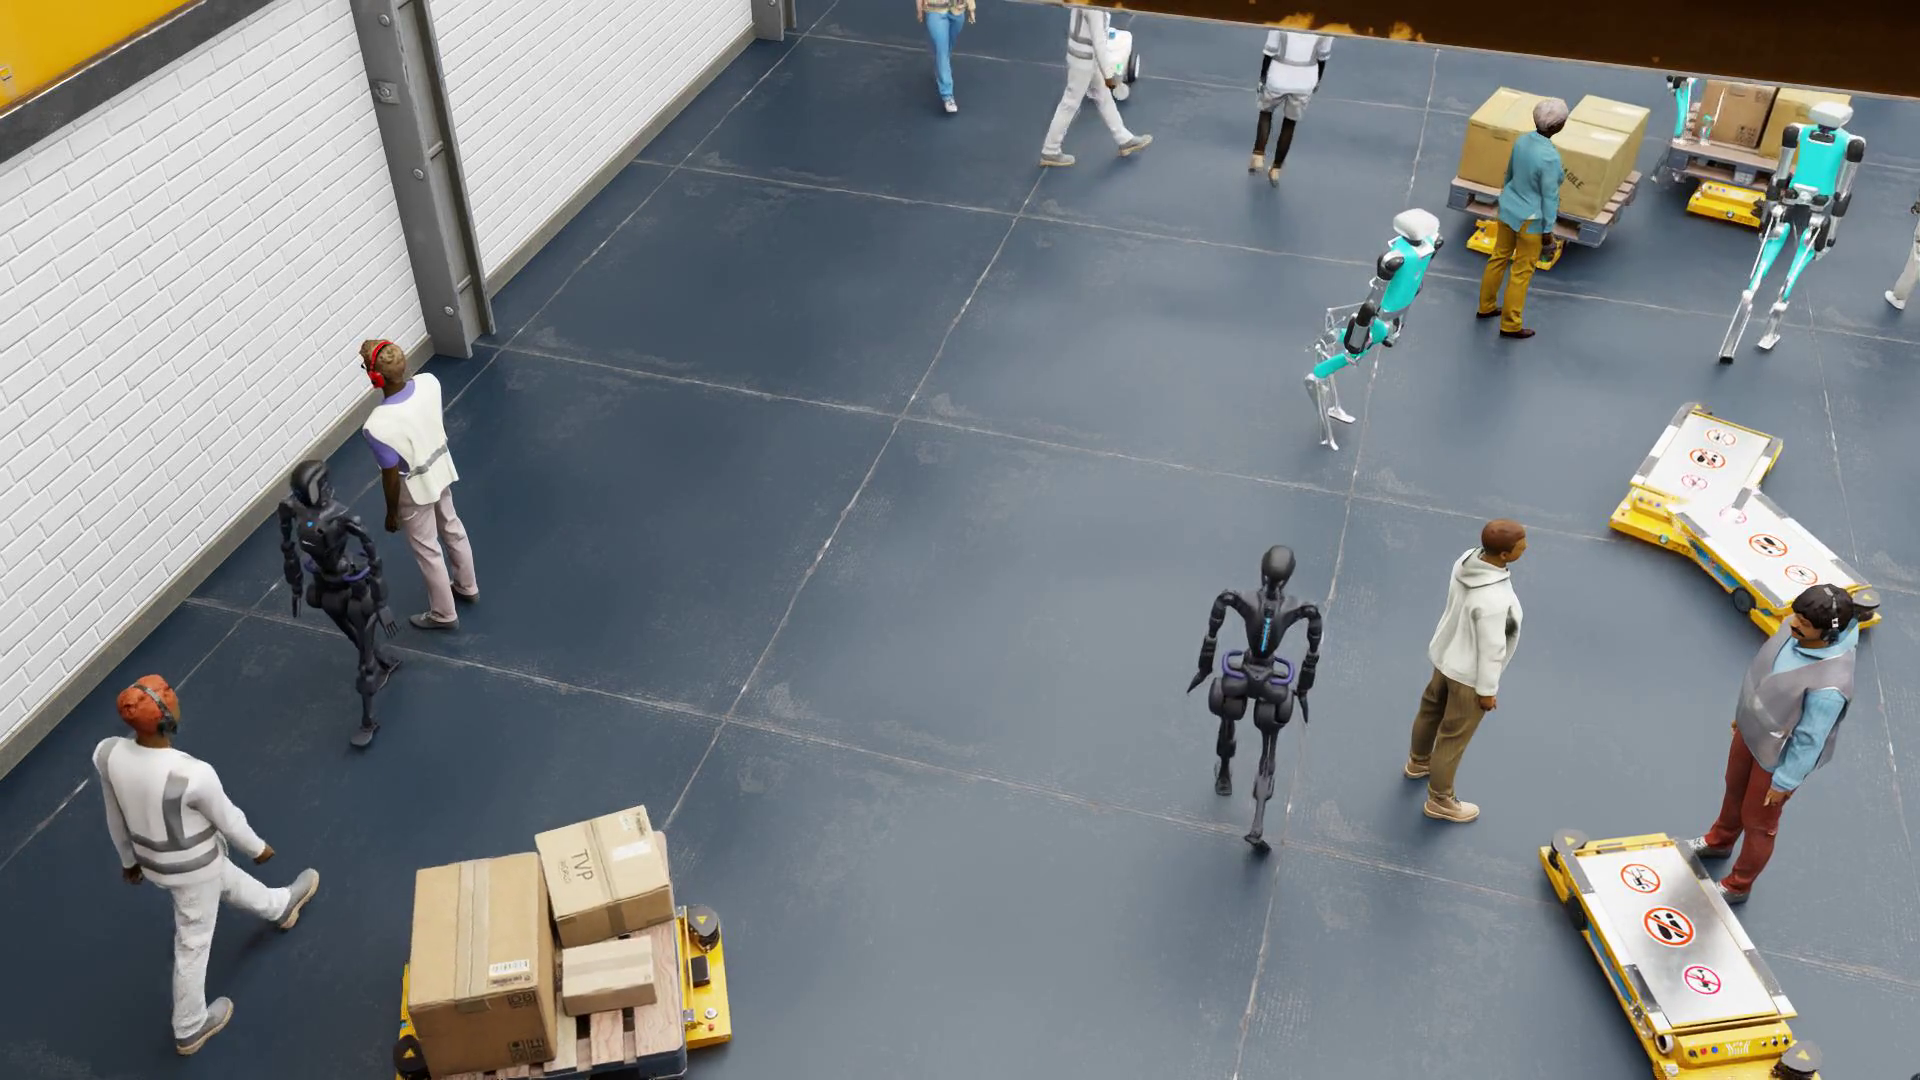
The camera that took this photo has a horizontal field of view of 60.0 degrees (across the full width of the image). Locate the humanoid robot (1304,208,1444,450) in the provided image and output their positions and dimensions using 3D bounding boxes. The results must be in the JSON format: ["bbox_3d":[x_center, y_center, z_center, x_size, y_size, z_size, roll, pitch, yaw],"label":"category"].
[{"bbox_3d":[2.505,-1.372,10.552,0.540,1.762,0.842,-29,47,-31],"label":"humanoid robot"}]

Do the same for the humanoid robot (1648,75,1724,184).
[{"bbox_3d":[5.968,-3.649,13.364,0.533,1.784,0.661,8,39,10],"label":"humanoid robot"}]

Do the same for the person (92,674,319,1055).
[{"bbox_3d":[-3.268,1.310,7.131,0.566,1.818,1.009,16,42,19],"label":"person"}]

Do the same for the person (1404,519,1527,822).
[{"bbox_3d":[2.434,0.613,8.047,0.372,1.767,0.522,-3,39,-4],"label":"person"}]

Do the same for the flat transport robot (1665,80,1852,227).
[{"bbox_3d":[6.509,-3.001,13.737,0.659,0.231,1.431,20,43,23],"label":"flat transport robot"}]

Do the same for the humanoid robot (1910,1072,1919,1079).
[{"bbox_3d":[3.932,2.116,6.251,0.584,1.651,0.338,16,41,19],"label":"humanoid robot"}]

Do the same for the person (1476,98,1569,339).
[{"bbox_3d":[3.960,-2.243,11.610,0.340,1.755,0.523,-13,41,-16],"label":"person"}]

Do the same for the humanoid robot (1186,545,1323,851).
[{"bbox_3d":[1.383,0.758,7.961,0.600,1.633,0.695,7,39,9],"label":"humanoid robot"}]

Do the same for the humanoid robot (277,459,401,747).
[{"bbox_3d":[-3.191,0.269,8.571,0.603,1.631,0.719,10,40,12],"label":"humanoid robot"}]

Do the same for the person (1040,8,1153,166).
[{"bbox_3d":[1.136,-3.934,13.649,0.984,1.828,0.599,1,39,1],"label":"person"}]

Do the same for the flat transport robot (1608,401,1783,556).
[{"bbox_3d":[4.665,-0.384,10.482,0.659,0.231,1.431,24,45,27],"label":"flat transport robot"}]

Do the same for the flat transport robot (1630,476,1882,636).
[{"bbox_3d":[4.722,0.070,9.918,0.659,0.231,1.431,-12,40,-15],"label":"flat transport robot"}]

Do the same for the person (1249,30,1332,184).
[{"bbox_3d":[2.691,-3.699,13.491,0.554,1.663,0.360,4,39,5],"label":"person"}]

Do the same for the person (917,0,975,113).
[{"bbox_3d":[-0.131,-4.743,14.777,0.487,1.672,0.916,-11,40,-14],"label":"person"}]

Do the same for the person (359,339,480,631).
[{"bbox_3d":[-2.951,-0.287,9.102,0.390,1.846,0.565,12,40,15],"label":"person"}]

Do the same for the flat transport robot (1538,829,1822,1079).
[{"bbox_3d":[3.271,1.907,7.632,0.659,0.231,1.431,-5,39,-7],"label":"flat transport robot"}]

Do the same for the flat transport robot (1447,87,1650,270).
[{"bbox_3d":[4.605,-2.588,13.223,0.659,0.231,1.431,23,44,26],"label":"flat transport robot"}]

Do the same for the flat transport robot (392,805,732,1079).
[{"bbox_3d":[-1.773,2.049,7.455,1.431,0.231,0.659,-7,39,-9],"label":"flat transport robot"}]

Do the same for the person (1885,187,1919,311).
[{"bbox_3d":[7.096,-2.387,11.886,0.520,1.632,0.314,3,39,3],"label":"person"}]

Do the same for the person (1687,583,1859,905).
[{"bbox_3d":[3.711,0.934,7.565,0.415,1.873,0.534,0,39,0],"label":"person"}]

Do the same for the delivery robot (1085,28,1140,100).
[{"bbox_3d":[1.372,-4.401,15.257,0.517,0.603,0.774,9,40,11],"label":"delivery robot"}]

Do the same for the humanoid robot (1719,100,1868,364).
[{"bbox_3d":[5.606,-2.003,11.385,0.576,1.843,0.892,30,47,32],"label":"humanoid robot"}]
